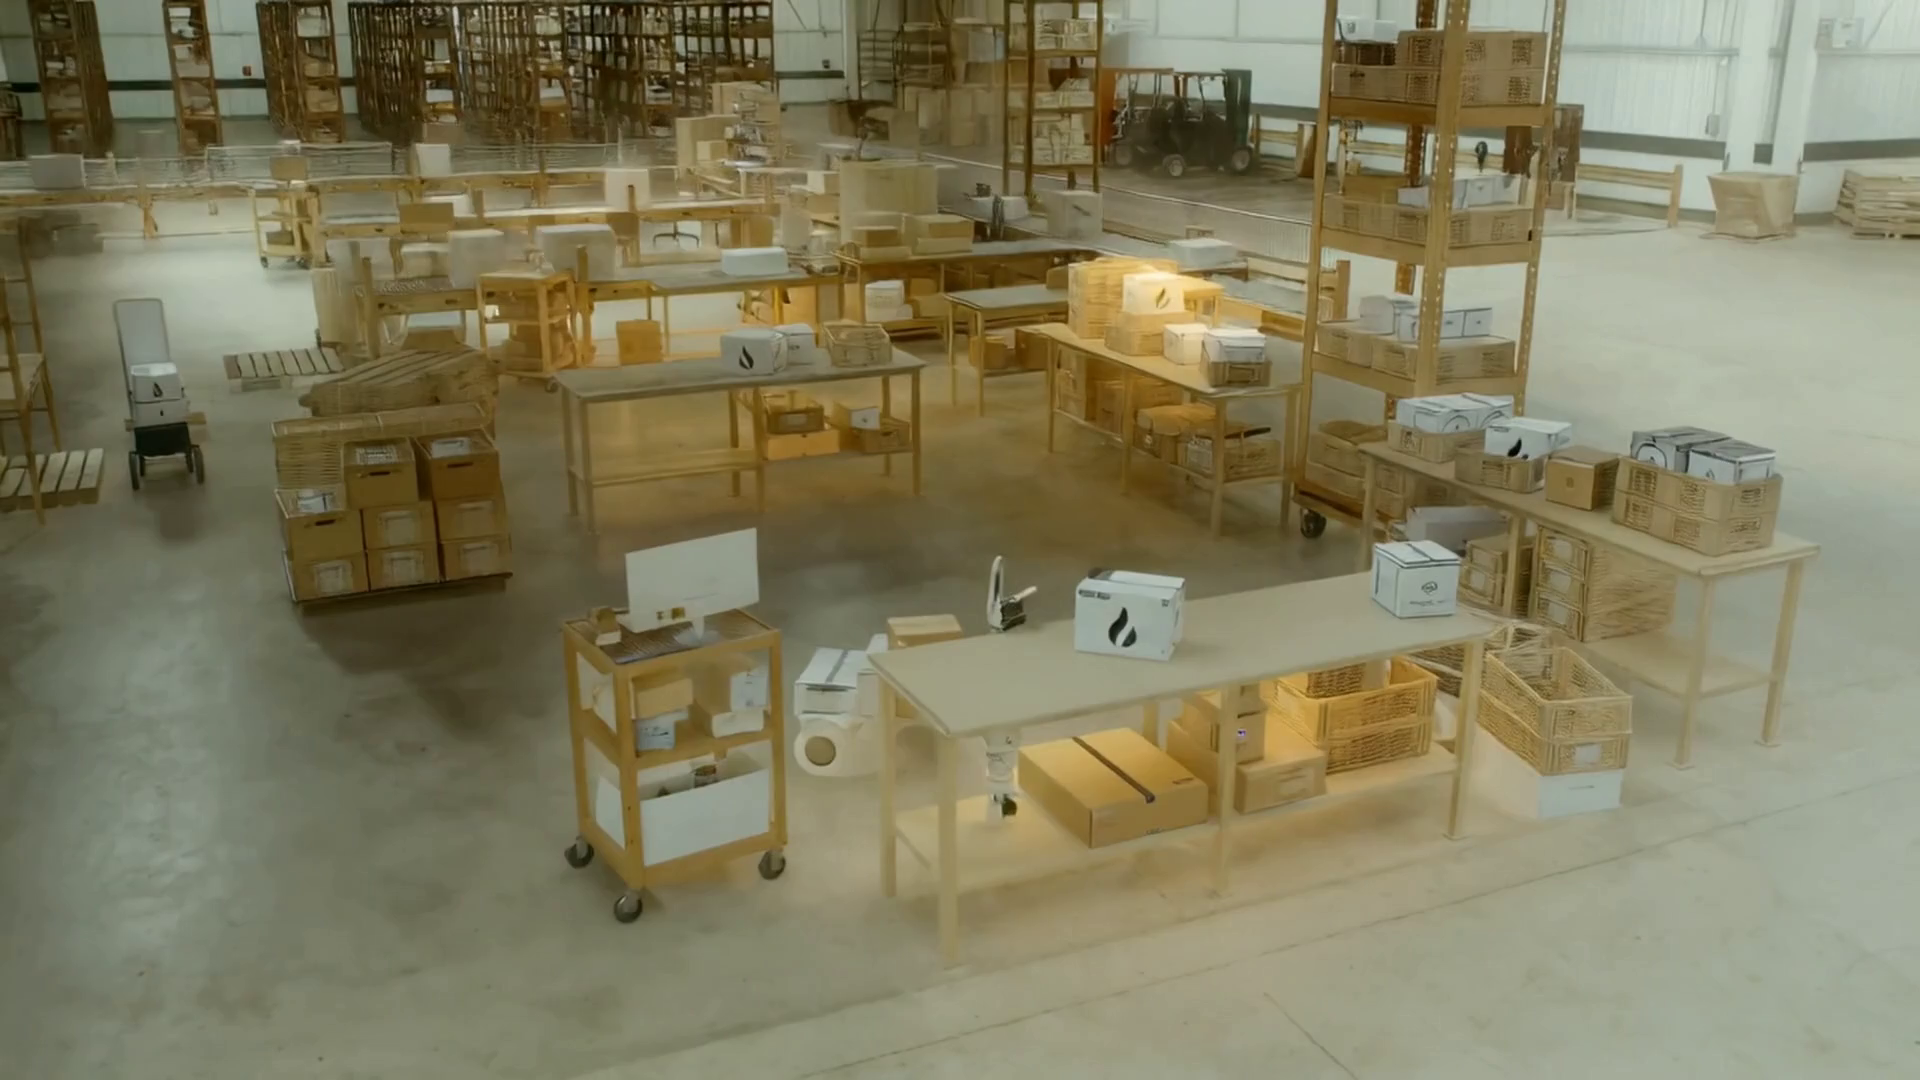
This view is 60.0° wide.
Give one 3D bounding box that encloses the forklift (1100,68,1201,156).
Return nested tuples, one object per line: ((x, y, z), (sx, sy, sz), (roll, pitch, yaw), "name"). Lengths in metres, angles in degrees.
((4.082, -9.564, 37.410), (2.680, 1.987, 1.157), (-8, 19, -23), "forklift")

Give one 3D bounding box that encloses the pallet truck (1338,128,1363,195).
((7.845, -7.140, 31.411), (1.522, 1.261, 0.704), (-9, 20, -25), "pallet truck")

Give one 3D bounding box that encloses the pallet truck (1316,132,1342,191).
((7.723, -7.504, 32.656), (1.601, 1.201, 0.680), (-8, 19, -23), "pallet truck")

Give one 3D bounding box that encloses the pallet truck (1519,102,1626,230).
((9.972, -6.037, 26.785), (1.885, 1.965, 0.823), (-9, 20, -25), "pallet truck")

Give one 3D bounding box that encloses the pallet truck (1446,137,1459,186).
((9.184, -6.485, 29.328), (1.630, 1.274, 0.653), (-8, 19, -23), "pallet truck")

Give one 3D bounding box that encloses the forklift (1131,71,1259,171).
((4.998, -8.936, 35.413), (2.680, 1.987, 1.157), (-9, 20, -25), "forklift")

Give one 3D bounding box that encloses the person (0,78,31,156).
((-22.991, -10.259, 40.353), (0.600, 1.830, 0.403), (-1, 18, -5), "person")

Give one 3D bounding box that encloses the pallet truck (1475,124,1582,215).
((9.707, -6.455, 28.103), (1.885, 1.965, 0.823), (-7, 19, -20), "pallet truck")
